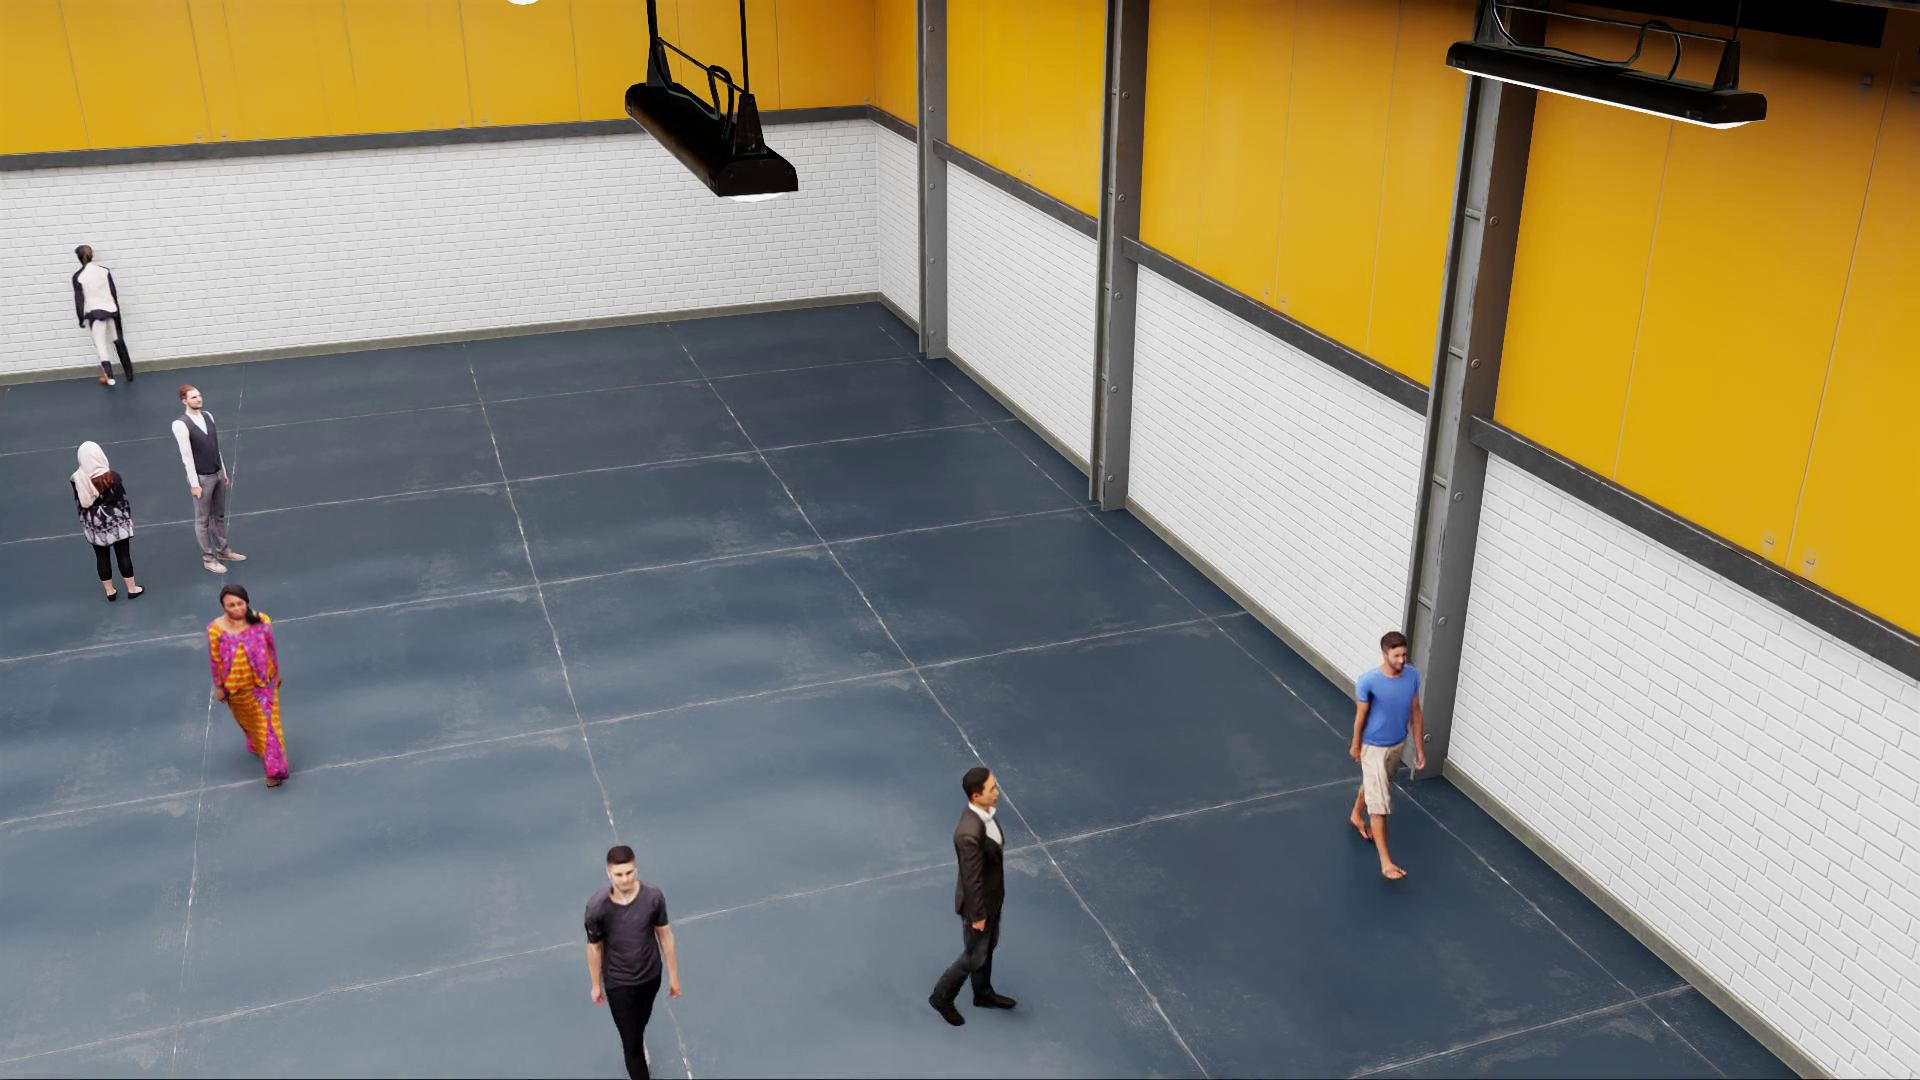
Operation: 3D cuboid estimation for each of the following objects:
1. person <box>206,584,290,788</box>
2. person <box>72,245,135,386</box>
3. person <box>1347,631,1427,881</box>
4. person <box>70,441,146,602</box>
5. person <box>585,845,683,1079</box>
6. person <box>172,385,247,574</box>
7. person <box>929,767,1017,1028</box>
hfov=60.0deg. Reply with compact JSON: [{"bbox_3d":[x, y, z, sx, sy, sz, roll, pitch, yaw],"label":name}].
[{"bbox_3d":[-5.676,1.083,13.262,0.689,1.649,1.193,-10,26,-22],"label":"person"},{"bbox_3d":[-11.533,-3.026,22.378,0.815,1.876,0.807,-22,32,-40],"label":"person"},{"bbox_3d":[3.050,1.465,12.180,0.634,1.816,1.182,-9,25,-19],"label":"person"},{"bbox_3d":[-8.317,-0.189,16.186,0.658,1.637,0.655,-5,24,-12],"label":"person"},{"bbox_3d":[-1.940,2.538,9.846,0.712,1.719,1.167,-10,26,-22],"label":"person"},{"bbox_3d":[-7.667,-0.655,16.877,0.807,1.938,0.713,7,24,15],"label":"person"},{"bbox_3d":[0.077,2.213,10.455,0.939,1.825,0.883,5,24,12],"label":"person"}]
